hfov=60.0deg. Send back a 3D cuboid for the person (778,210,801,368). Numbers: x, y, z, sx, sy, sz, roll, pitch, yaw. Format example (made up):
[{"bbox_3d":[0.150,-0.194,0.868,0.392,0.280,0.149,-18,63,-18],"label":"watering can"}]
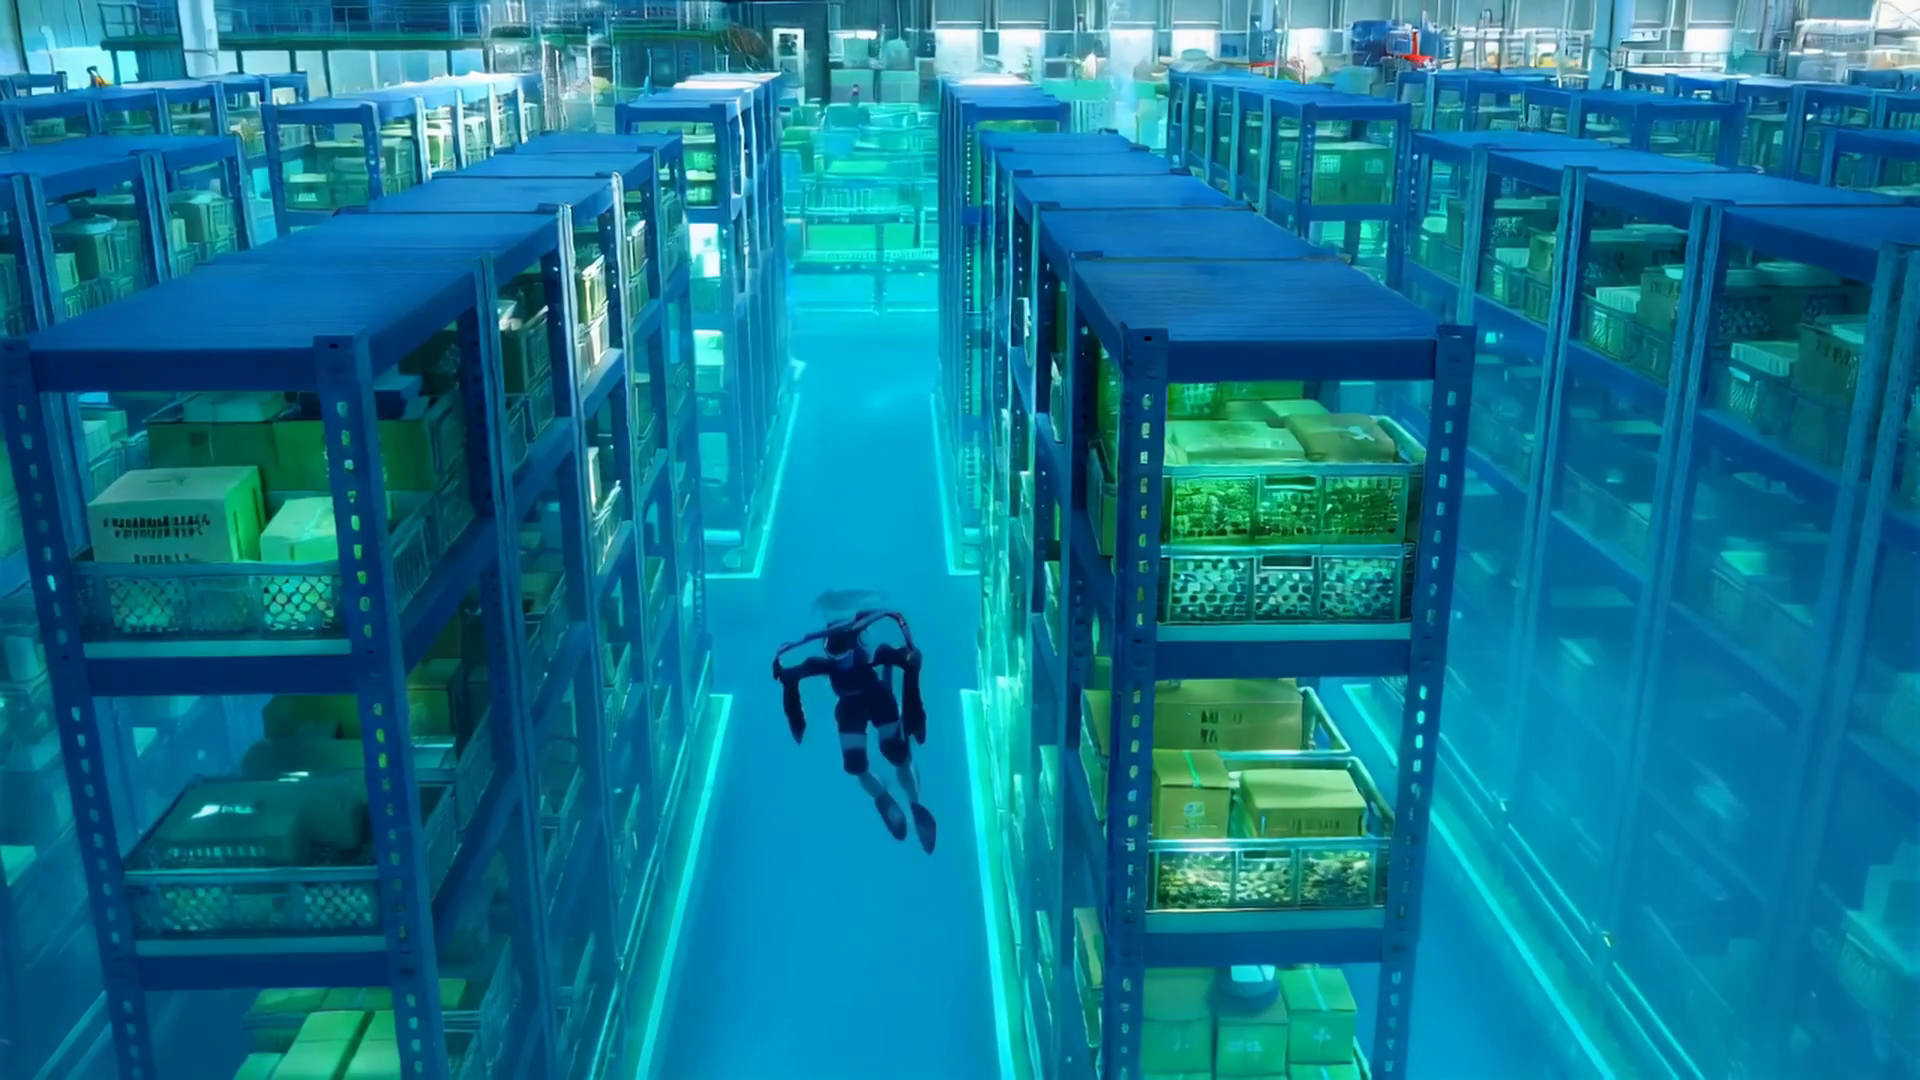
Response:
[{"bbox_3d":[-2.134,-2.980,19.927,0.584,1.974,0.659,3,18,9],"label":"person"}]

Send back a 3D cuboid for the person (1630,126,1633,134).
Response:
[{"bbox_3d":[19.784,-12.200,48.911,0.532,1.698,0.319,15,23,38],"label":"person"}]

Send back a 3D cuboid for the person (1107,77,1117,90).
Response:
[{"bbox_3d":[5.036,-14.383,55.278,0.361,1.939,0.542,6,19,18],"label":"person"}]

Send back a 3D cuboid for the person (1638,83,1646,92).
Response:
[{"bbox_3d":[32.835,-22.300,79.953,0.512,1.840,0.340,12,21,33],"label":"person"}]

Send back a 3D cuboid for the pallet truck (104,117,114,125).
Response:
[{"bbox_3d":[-18.367,-7.885,35.078,1.885,1.965,0.823,1,18,2],"label":"pallet truck"}]

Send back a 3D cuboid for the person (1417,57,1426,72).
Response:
[{"bbox_3d":[21.788,-21.860,78.575,0.429,1.841,0.633,1,18,4],"label":"person"}]

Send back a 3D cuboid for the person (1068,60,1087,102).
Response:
[{"bbox_3d":[5.306,-20.650,74.824,0.781,1.852,0.532,2,18,7],"label":"person"}]

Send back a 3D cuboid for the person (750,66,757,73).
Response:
[{"bbox_3d":[-8.281,-17.850,66.106,0.612,1.876,0.594,-5,19,-16],"label":"person"}]

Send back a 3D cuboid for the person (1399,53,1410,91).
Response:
[{"bbox_3d":[22.493,-23.689,84.258,0.681,1.849,0.594,-15,23,-39],"label":"person"}]

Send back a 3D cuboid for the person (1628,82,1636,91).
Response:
[{"bbox_3d":[26.057,-17.479,64.862,0.542,1.938,0.357,-1,18,-4],"label":"person"}]

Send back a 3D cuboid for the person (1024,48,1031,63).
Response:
[{"bbox_3d":[3.627,-26.224,91.987,0.917,1.896,0.554,4,18,12],"label":"person"}]

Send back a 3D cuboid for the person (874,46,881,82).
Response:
[{"bbox_3d":[-4.532,-26.721,93.435,0.431,1.954,0.658,-15,24,-40],"label":"person"}]

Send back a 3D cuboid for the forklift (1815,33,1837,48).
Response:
[{"bbox_3d":[44.522,-24.754,85.865,1.873,2.768,1.129,-17,24,-41],"label":"forklift"}]

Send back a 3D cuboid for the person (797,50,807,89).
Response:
[{"bbox_3d":[-8.175,-24.366,86.151,0.377,1.950,0.610,10,20,27],"label":"person"}]

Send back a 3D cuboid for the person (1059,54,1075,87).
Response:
[{"bbox_3d":[5.682,-24.823,87.916,0.843,1.736,0.529,-4,18,-12],"label":"person"}]

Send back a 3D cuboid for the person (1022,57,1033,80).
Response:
[{"bbox_3d":[3.431,-23.567,84.153,0.551,1.647,0.870,-3,18,-9],"label":"person"}]

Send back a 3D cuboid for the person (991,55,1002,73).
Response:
[{"bbox_3d":[1.814,-23.294,83.046,0.640,1.822,0.561,-12,22,-33],"label":"person"}]

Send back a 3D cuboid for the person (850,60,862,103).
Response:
[{"bbox_3d":[-4.297,-18.735,68.605,0.630,2.042,0.558,16,24,41],"label":"person"}]

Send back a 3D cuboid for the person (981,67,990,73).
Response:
[{"bbox_3d":[0.981,-16.896,62.894,1.014,2.000,0.720,4,18,11],"label":"person"}]

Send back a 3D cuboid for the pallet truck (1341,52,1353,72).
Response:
[{"bbox_3d":[18.794,-23.123,82.231,0.823,1.965,1.885,-13,22,-35],"label":"pallet truck"}]

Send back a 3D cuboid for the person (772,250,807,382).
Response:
[{"bbox_3d":[-2.111,-2.623,19.076,0.510,1.820,0.596,1,18,4],"label":"person"}]

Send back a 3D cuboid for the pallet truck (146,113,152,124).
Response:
[{"bbox_3d":[-18.087,-8.309,36.390,1.885,1.965,0.823,-1,18,-4],"label":"pallet truck"}]

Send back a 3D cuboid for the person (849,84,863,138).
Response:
[{"bbox_3d":[-3.387,-14.177,54.972,0.837,1.726,0.537,9,20,25],"label":"person"}]

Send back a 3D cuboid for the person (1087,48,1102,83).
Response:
[{"bbox_3d":[7.444,-26.303,92.266,0.947,1.873,0.609,15,23,39],"label":"person"}]

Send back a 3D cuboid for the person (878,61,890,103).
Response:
[{"bbox_3d":[-3.214,-19.311,70.561,0.587,1.928,0.654,-12,21,-32],"label":"person"}]
